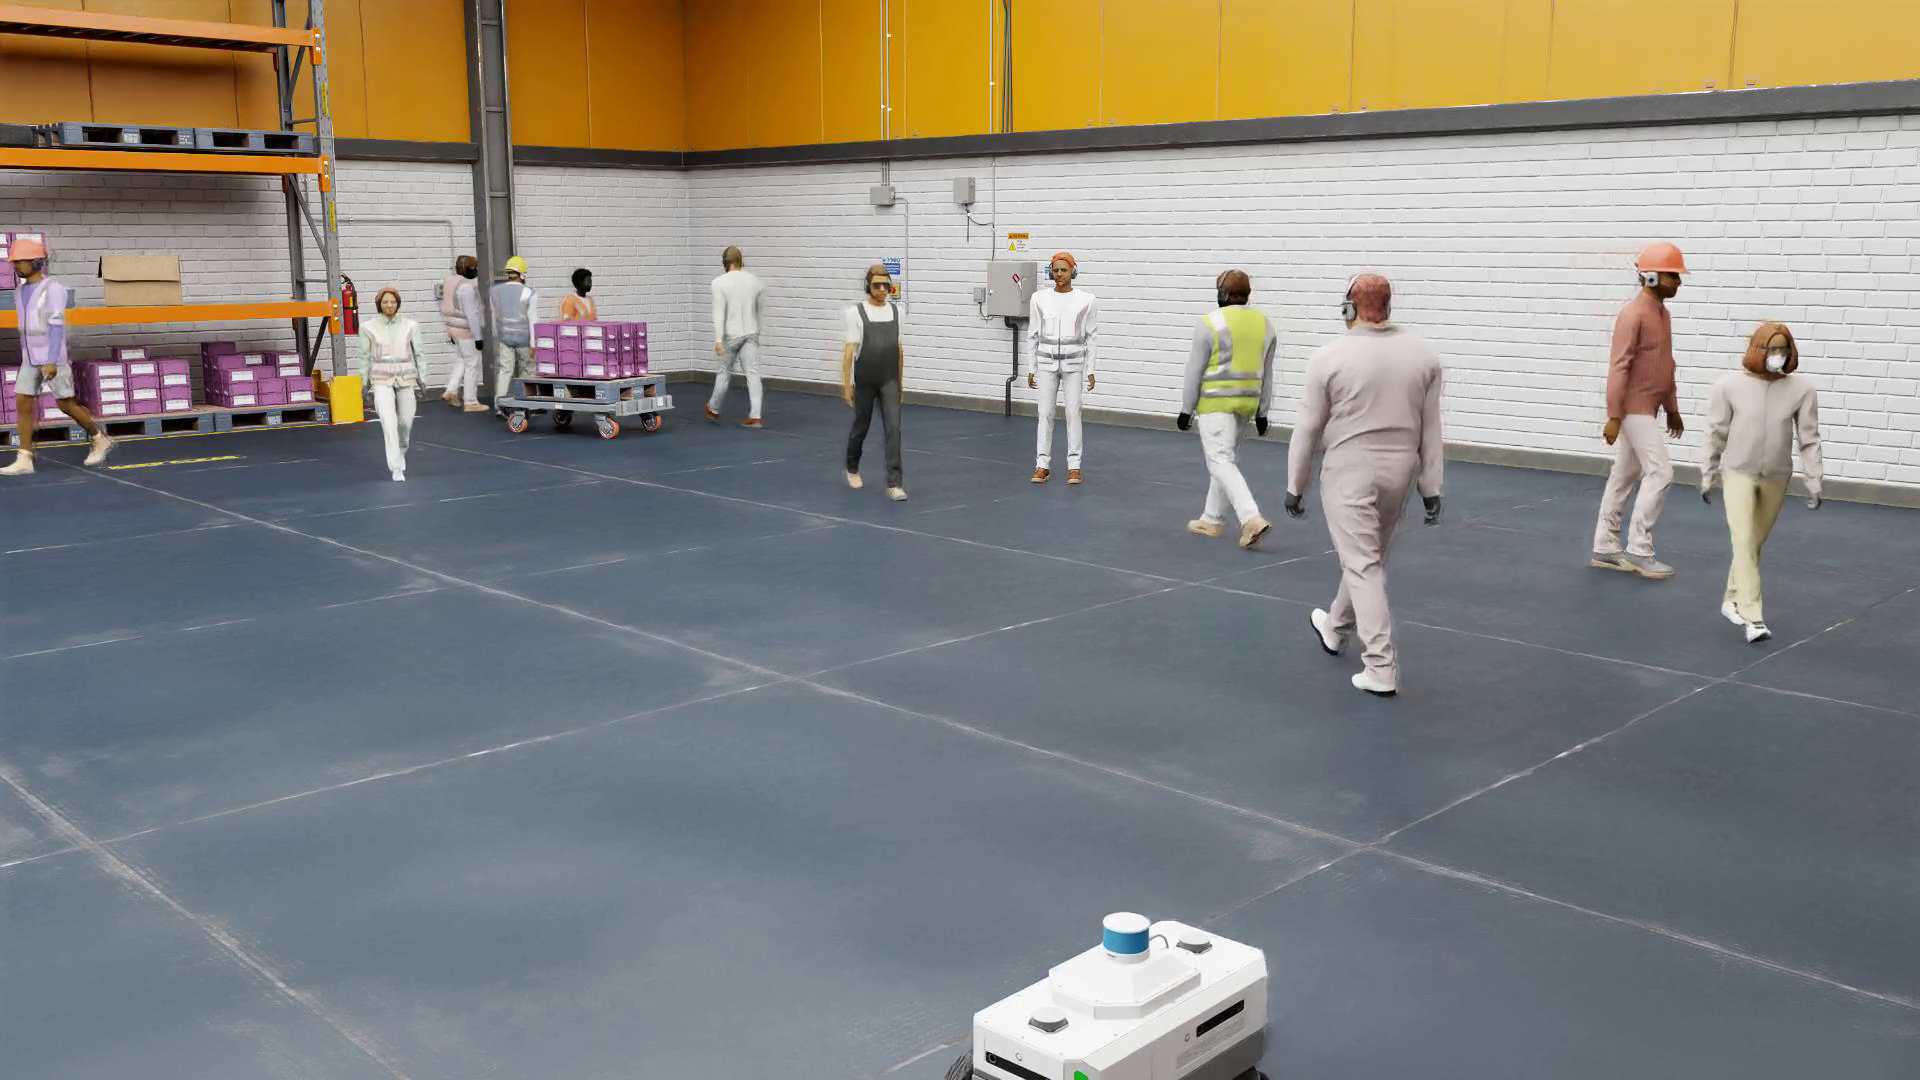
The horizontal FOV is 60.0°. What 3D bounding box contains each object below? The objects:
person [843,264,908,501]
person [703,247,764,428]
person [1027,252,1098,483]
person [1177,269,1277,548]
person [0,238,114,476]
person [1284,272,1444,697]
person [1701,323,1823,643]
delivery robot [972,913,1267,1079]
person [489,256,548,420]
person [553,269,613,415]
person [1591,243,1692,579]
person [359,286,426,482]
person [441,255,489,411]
[{"bbox_3d":[-0.684,-1.243,12.975,0.523,1.813,0.934,-5,11,-24],"label":"person"},{"bbox_3d":[-2.395,-2.139,17.603,0.666,1.888,1.062,-8,13,-37],"label":"person"},{"bbox_3d":[0.828,-1.398,13.598,0.572,1.883,0.356,2,11,10],"label":"person"},{"bbox_3d":[1.789,-0.866,10.905,0.624,1.813,0.890,-6,12,-31],"label":"person"},{"bbox_3d":[-7.823,-1.581,14.282,0.607,2.008,0.969,4,11,22],"label":"person"},{"bbox_3d":[1.795,-0.278,7.581,0.666,1.845,1.004,-3,11,-17],"label":"person"},{"bbox_3d":[4.045,-0.295,8.379,0.524,1.578,0.871,1,10,7],"label":"person"},{"bbox_3d":[0.357,1.052,3.605,0.477,0.478,0.707,10,14,42],"label":"delivery robot"},{"bbox_3d":[-4.890,-2.218,18.311,0.596,1.799,0.839,2,11,10],"label":"person"},{"bbox_3d":[-4.214,-2.198,18.578,0.926,1.642,0.545,3,11,16],"label":"person"},{"bbox_3d":[4.120,-0.763,9.881,0.679,1.968,0.617,7,13,34],"label":"person"},{"bbox_3d":[-4.763,-1.325,13.958,0.523,1.612,0.781,-6,12,-29],"label":"person"},{"bbox_3d":[-5.658,-2.349,19.016,0.468,1.809,0.658,-7,13,-35],"label":"person"}]
